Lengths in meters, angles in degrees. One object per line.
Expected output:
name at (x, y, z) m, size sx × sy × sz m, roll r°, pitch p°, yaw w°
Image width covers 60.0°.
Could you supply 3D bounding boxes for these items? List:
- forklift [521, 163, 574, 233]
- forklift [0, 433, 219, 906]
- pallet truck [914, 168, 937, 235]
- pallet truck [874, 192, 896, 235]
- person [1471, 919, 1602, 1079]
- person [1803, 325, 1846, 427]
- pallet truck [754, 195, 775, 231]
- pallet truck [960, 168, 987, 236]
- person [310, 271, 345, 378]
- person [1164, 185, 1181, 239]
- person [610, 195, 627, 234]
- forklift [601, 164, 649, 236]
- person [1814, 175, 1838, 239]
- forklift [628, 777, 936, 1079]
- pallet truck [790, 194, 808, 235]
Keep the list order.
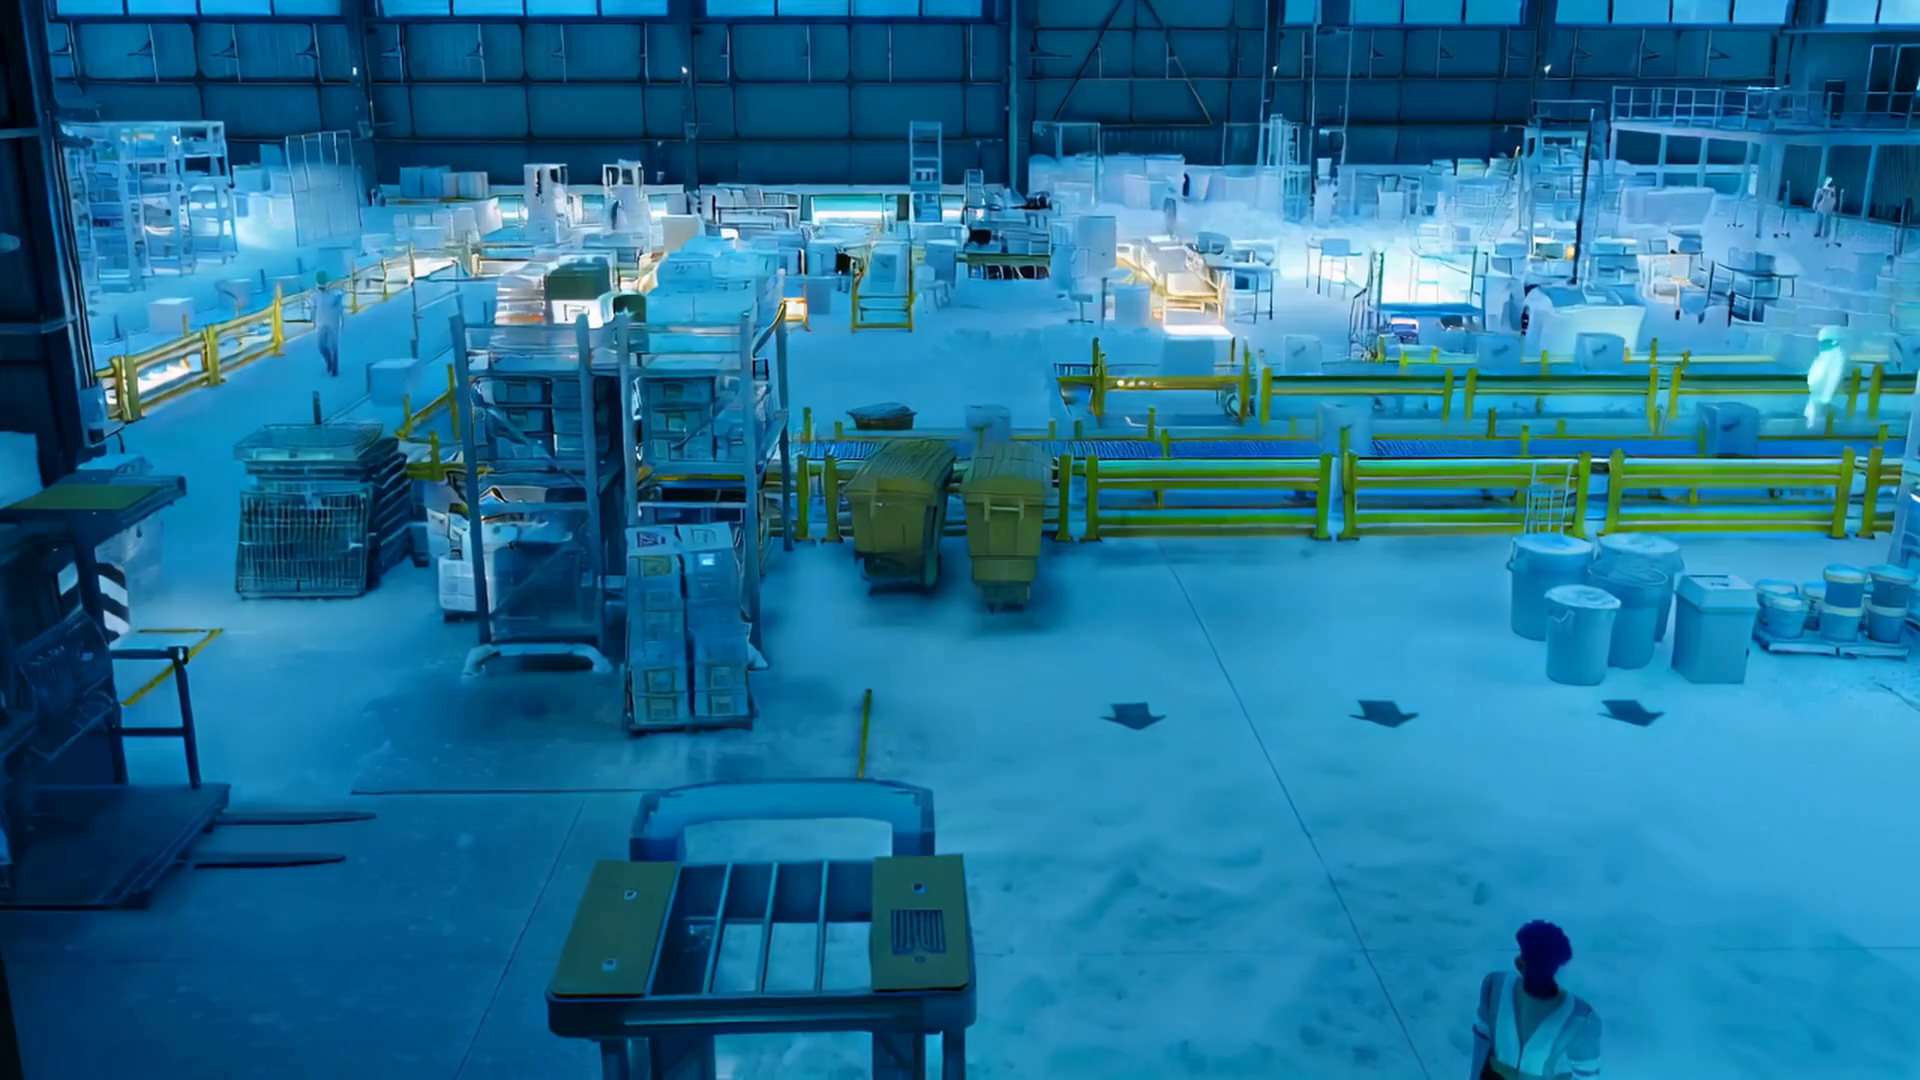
forklift at (-12.233, -10.122, 49.298) m, size 1.157 × 1.987 × 2.680 m, roll 0°, pitch 16°, yaw -1°
forklift at (-5.952, 0.780, 10.366) m, size 1.873 × 2.768 × 1.129 m, roll 0°, pitch 16°, yaw -1°
pallet truck at (-0.989, -10.316, 50.507) m, size 0.823 × 1.965 × 1.885 m, roll 1°, pitch 16°, yaw 3°
pallet truck at (-2.277, -9.986, 50.594) m, size 0.653 × 1.274 × 1.630 m, roll 0°, pitch 16°, yaw -1°
person at (2.372, 2.365, 6.964) m, size 0.538 × 1.696 × 0.317 m, roll 14°, pitch 21°, yaw 39°
person at (11.111, -1.888, 21.560) m, size 0.903 × 1.792 × 0.613 m, roll 2°, pitch 16°, yaw 7°
pallet truck at (-6.051, -9.967, 50.660) m, size 0.680 × 1.201 × 1.601 m, roll 0°, pitch 16°, yaw -1°
pallet truck at (0.383, -10.230, 50.206) m, size 0.823 × 1.965 × 1.885 m, roll -1°, pitch 16°, yaw -3°
person at (-10.430, -3.567, 27.467) m, size 0.545 × 1.751 × 0.406 m, roll -3°, pitch 16°, yaw -10°
person at (5.391, -8.162, 42.992) m, size 0.842 × 2.019 × 0.618 m, roll 11°, pitch 19°, yaw 32°
person at (-8.683, -7.733, 41.784) m, size 0.716 × 1.869 × 0.653 m, roll 0°, pitch 16°, yaw -2°
forklift at (-9.948, -10.127, 49.296) m, size 1.157 × 1.987 × 2.680 m, roll -1°, pitch 16°, yaw -3°
person at (25.483, -9.791, 48.950) m, size 0.514 × 1.844 × 0.333 m, roll 2°, pitch 16°, yaw 8°
forklift at (-0.542, 2.165, 5.552) m, size 1.129 × 2.768 × 1.873 m, roll -1°, pitch 16°, yaw -2°
pallet truck at (-4.814, -9.883, 50.259) m, size 0.704 × 1.261 × 1.522 m, roll -1°, pitch 16°, yaw -3°
